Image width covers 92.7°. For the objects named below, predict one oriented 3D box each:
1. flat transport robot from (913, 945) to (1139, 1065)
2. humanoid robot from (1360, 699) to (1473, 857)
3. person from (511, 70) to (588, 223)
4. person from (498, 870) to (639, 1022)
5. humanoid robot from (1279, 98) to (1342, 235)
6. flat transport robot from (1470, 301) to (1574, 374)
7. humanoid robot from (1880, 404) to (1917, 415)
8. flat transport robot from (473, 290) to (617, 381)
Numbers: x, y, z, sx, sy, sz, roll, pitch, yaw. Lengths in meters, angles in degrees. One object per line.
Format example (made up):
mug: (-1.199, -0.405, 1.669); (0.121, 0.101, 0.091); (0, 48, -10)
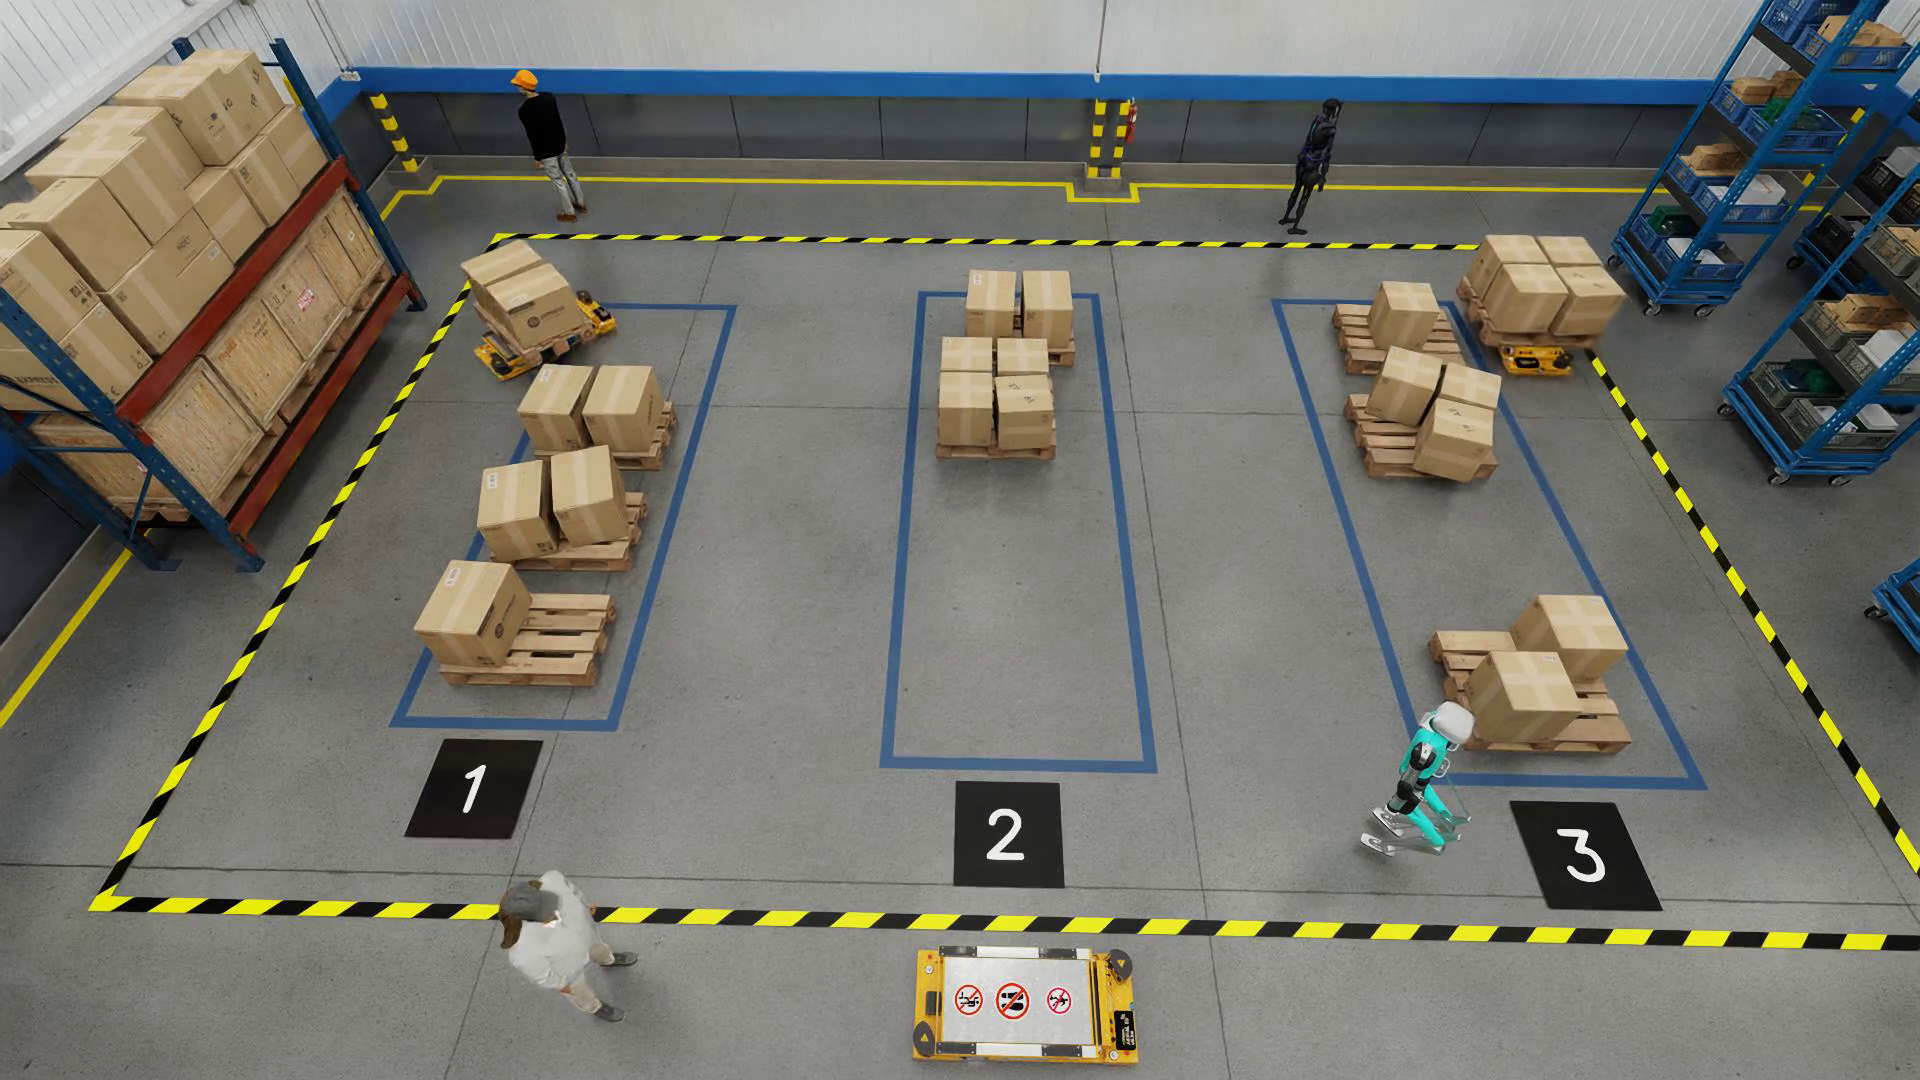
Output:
flat transport robot: (0.422, 3.041, 6.007); (1.431, 0.231, 0.659); (1, 51, 1)
humanoid robot: (3.164, 1.699, 6.064); (0.735, 1.681, 0.533); (35, 59, 25)
person: (-5.110, -4.889, 11.430); (0.356, 1.884, 0.589); (17, 53, 14)
person: (-2.368, 2.440, 5.527); (0.393, 1.769, 0.564); (4, 51, 3)
humanoid robot: (4.352, -4.633, 11.345); (0.315, 1.655, 0.599); (-8, 51, -6)
flat transport robot: (6.377, -2.433, 10.451); (0.652, 0.197, 1.431); (1, 51, 1)
humanoid robot: (9.321, -1.647, 8.919); (0.608, 1.641, 0.409); (-14, 52, -11)
flat transport robot: (-4.703, -2.342, 10.377); (1.431, 0.197, 0.652); (-37, 60, -26)
